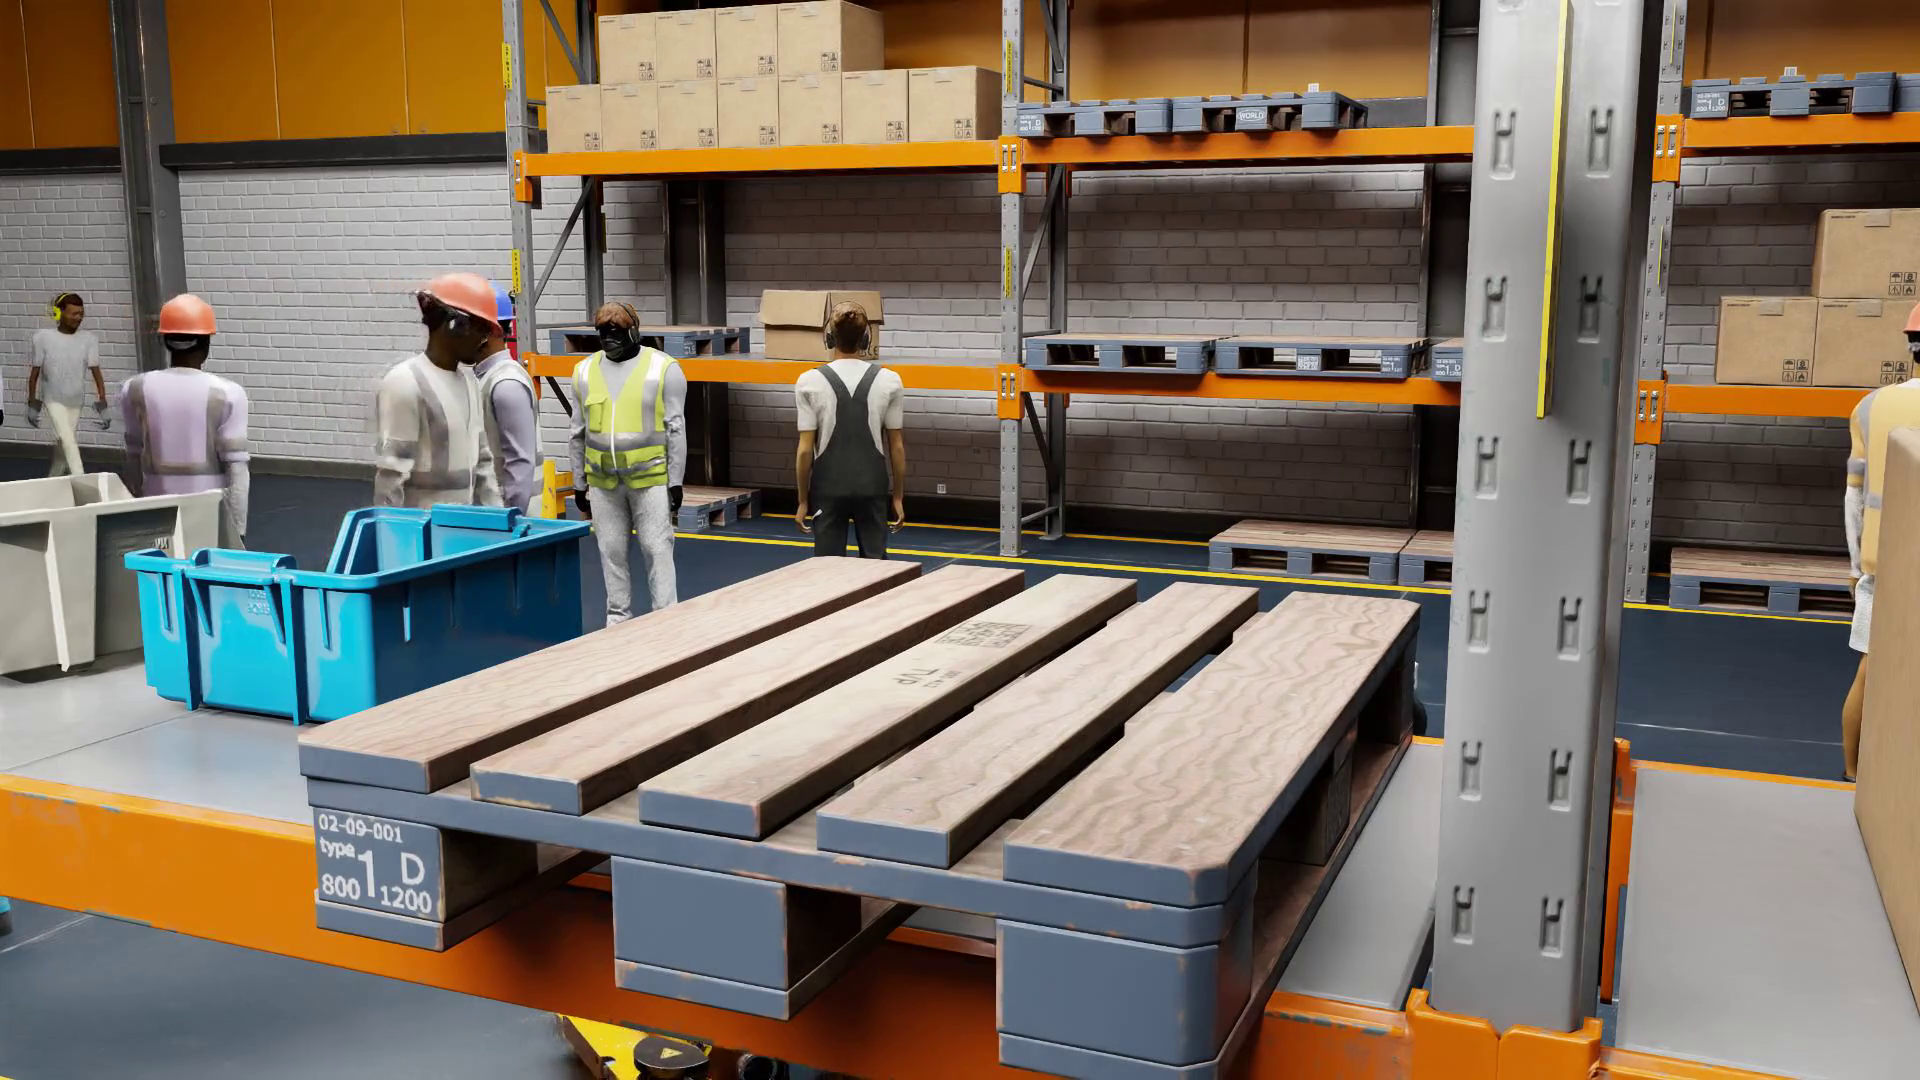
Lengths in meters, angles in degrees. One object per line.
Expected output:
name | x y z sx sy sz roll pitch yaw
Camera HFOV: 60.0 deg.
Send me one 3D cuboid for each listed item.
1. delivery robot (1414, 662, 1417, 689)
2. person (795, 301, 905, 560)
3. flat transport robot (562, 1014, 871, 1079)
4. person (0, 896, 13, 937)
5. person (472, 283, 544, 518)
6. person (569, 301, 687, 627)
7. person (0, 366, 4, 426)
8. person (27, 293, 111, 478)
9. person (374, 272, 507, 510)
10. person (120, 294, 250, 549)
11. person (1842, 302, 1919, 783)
delivery robot | 1.478 0.575 6.788 0.707 0.478 0.477 6 11 32
person | -0.516 -0.190 7.792 0.520 1.844 0.331 -2 10 -11
flat transport robot | -0.242 1.171 4.346 1.431 0.197 0.652 -6 11 -31
person | -2.951 0.320 4.736 0.373 1.843 0.571 -2 10 -12
person | -1.956 -0.114 7.031 0.392 1.946 0.616 -5 11 -26
person | -1.709 -0.305 8.553 0.635 1.830 0.429 2 10 10
person | -7.652 -1.010 12.720 0.621 1.845 0.429 -4 10 -25
person | -7.189 -1.091 13.404 1.058 1.788 0.520 7 12 36
person | -1.881 0.002 6.244 0.850 1.979 0.641 1 10 5
person | -3.385 -0.128 7.309 0.547 1.900 1.000 -1 10 -8
person | 3.365 0.095 5.831 0.376 1.932 0.543 -3 10 -16
